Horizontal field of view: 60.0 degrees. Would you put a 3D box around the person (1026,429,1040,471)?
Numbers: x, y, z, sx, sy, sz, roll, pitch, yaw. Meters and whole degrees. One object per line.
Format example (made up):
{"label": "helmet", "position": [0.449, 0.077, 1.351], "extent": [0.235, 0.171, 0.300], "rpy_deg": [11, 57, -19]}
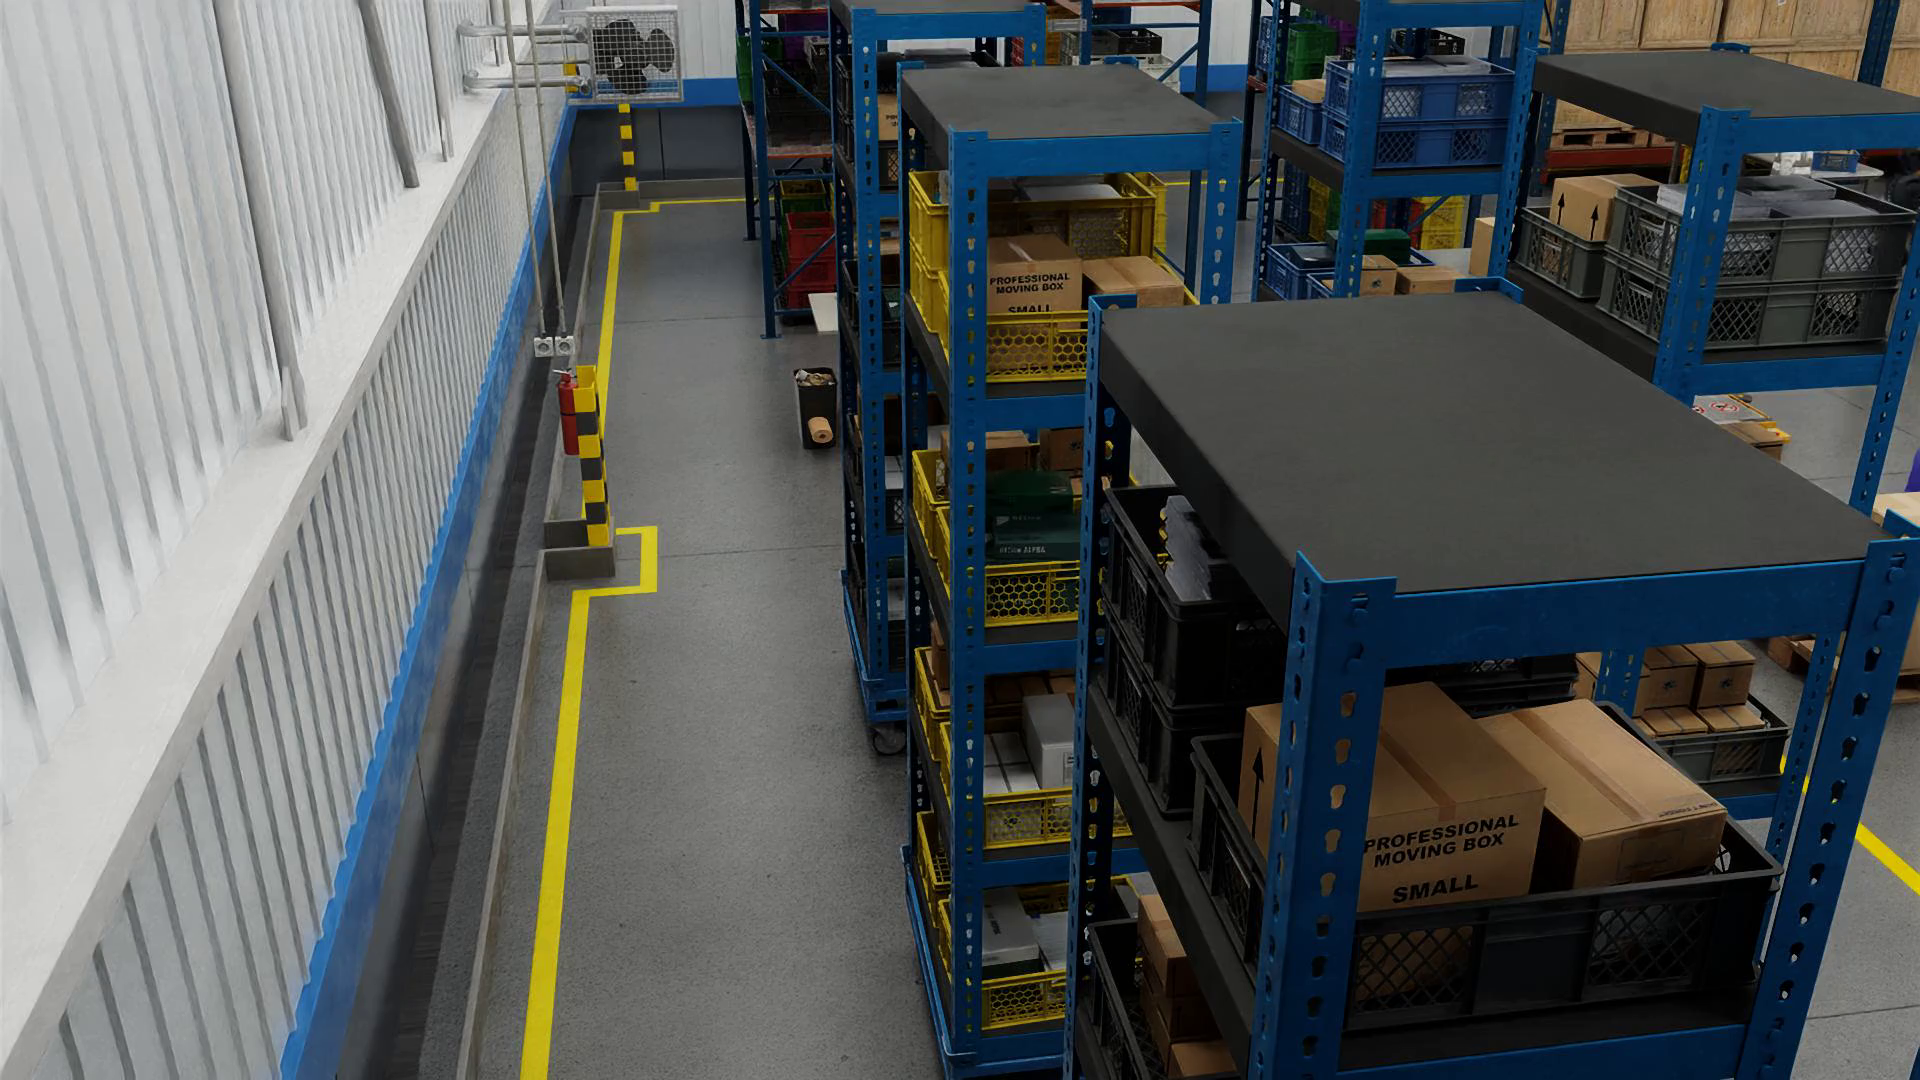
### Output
{"label": "person", "position": [0.483, -0.090, 8.734], "extent": [0.613, 1.734, 0.530], "rpy_deg": [3, 25, 6]}

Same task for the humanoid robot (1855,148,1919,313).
{"label": "humanoid robot", "position": [7.893, -2.482, 14.022], "extent": [0.396, 1.630, 0.650], "rpy_deg": [0, 25, 0]}

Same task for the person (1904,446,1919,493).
{"label": "person", "position": [6.407, -1.024, 10.406], "extent": [0.536, 2.000, 0.682], "rpy_deg": [-16, 29, -32]}

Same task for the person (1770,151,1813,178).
{"label": "person", "position": [7.765, -3.314, 15.572], "extent": [0.356, 1.882, 0.574], "rpy_deg": [16, 29, 31]}

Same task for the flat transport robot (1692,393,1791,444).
{"label": "flat transport robot", "position": [5.224, -0.859, 12.132], "extent": [1.431, 0.197, 0.652], "rpy_deg": [-4, 25, -8]}
